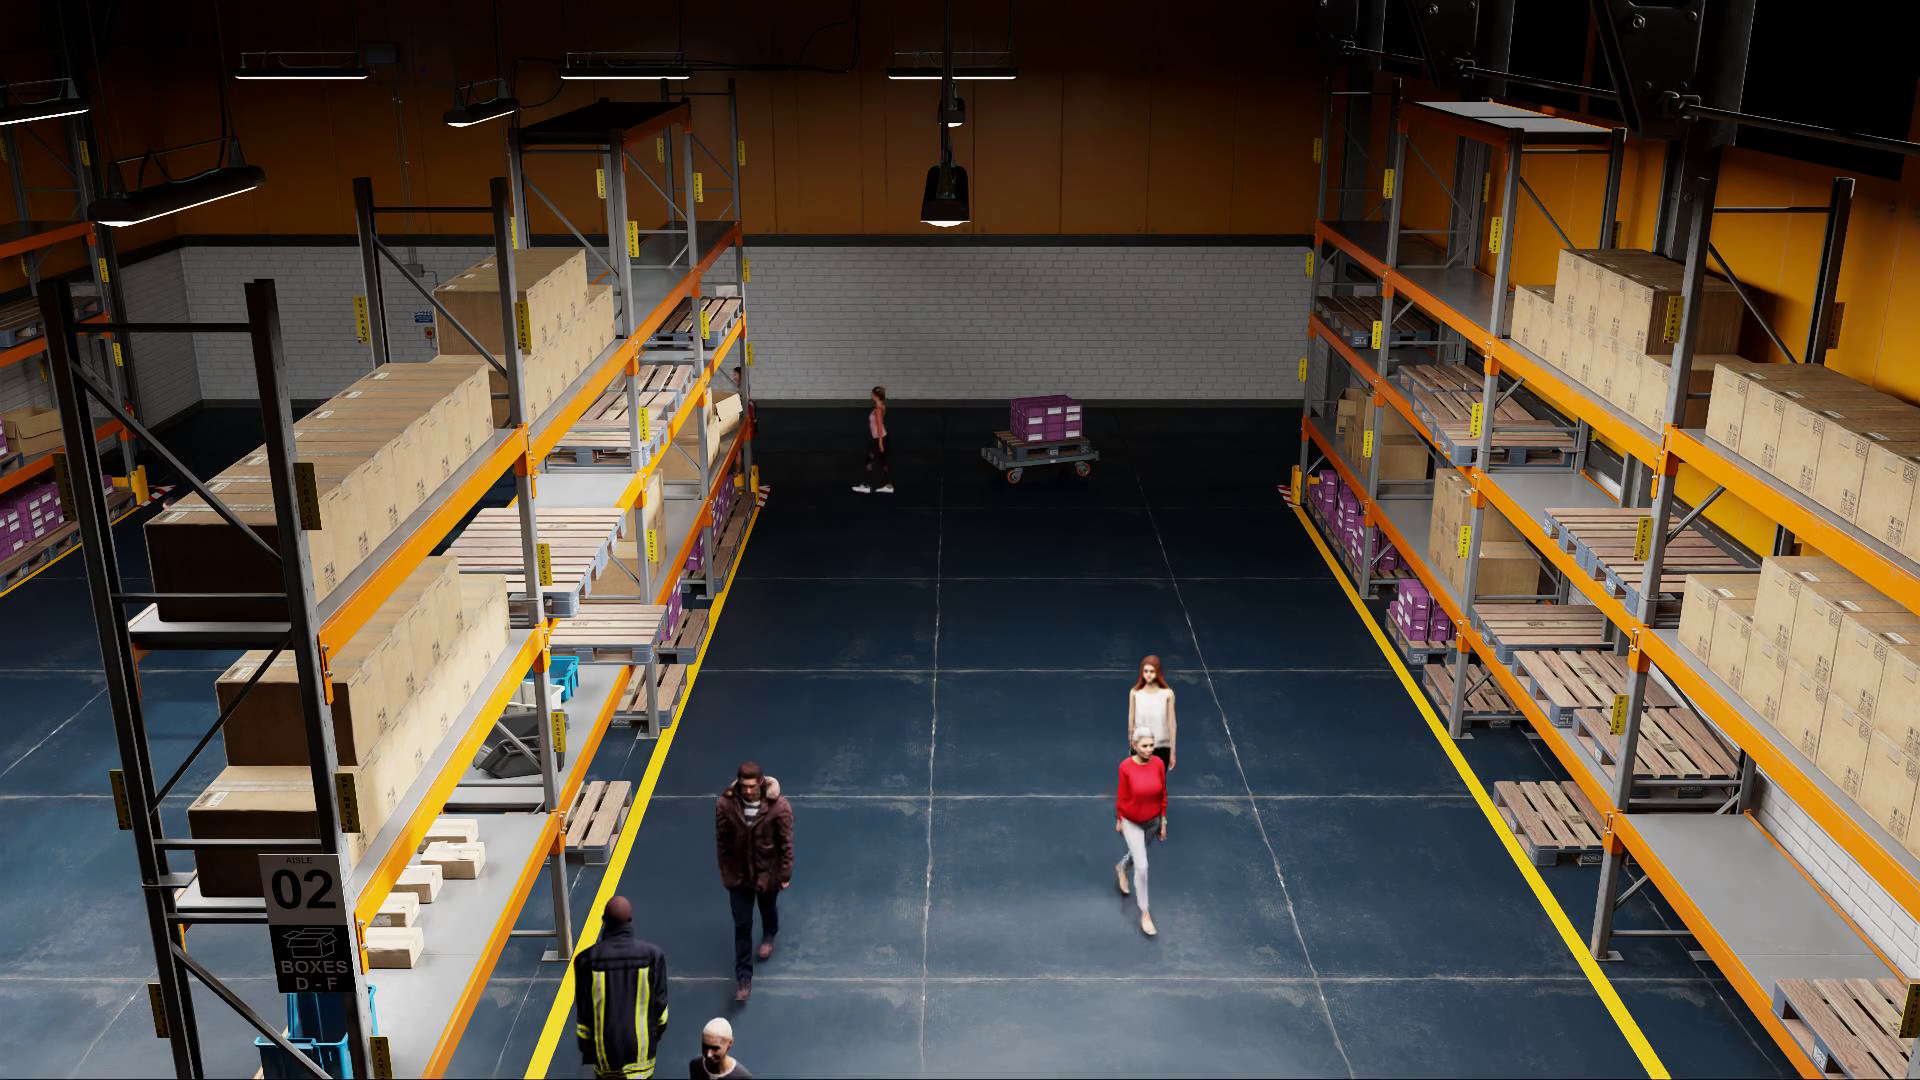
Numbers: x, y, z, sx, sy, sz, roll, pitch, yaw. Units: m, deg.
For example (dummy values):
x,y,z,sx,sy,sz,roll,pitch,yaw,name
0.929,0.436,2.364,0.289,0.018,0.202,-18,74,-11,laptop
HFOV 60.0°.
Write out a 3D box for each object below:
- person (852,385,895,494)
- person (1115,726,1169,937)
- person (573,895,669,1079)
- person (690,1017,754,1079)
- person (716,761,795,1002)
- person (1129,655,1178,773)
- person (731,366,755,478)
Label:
x,y,z,sx,sy,sz,roll,pitch,yaw,name
-1.112,-1.465,24.521,0.725,1.625,0.813,4,19,11,person
1.422,2.258,13.414,0.750,1.658,1.169,-5,19,-16,person
-2.147,3.162,10.530,0.857,1.785,0.975,-4,19,-12,person
-1.350,3.473,9.738,0.827,1.700,1.036,7,20,20,person
-1.526,2.468,12.580,0.771,1.792,1.191,1,19,3,person
1.705,1.800,14.721,0.730,1.690,1.027,3,19,10,person
-3.252,-1.805,25.381,0.873,1.719,0.839,-12,22,-32,person
